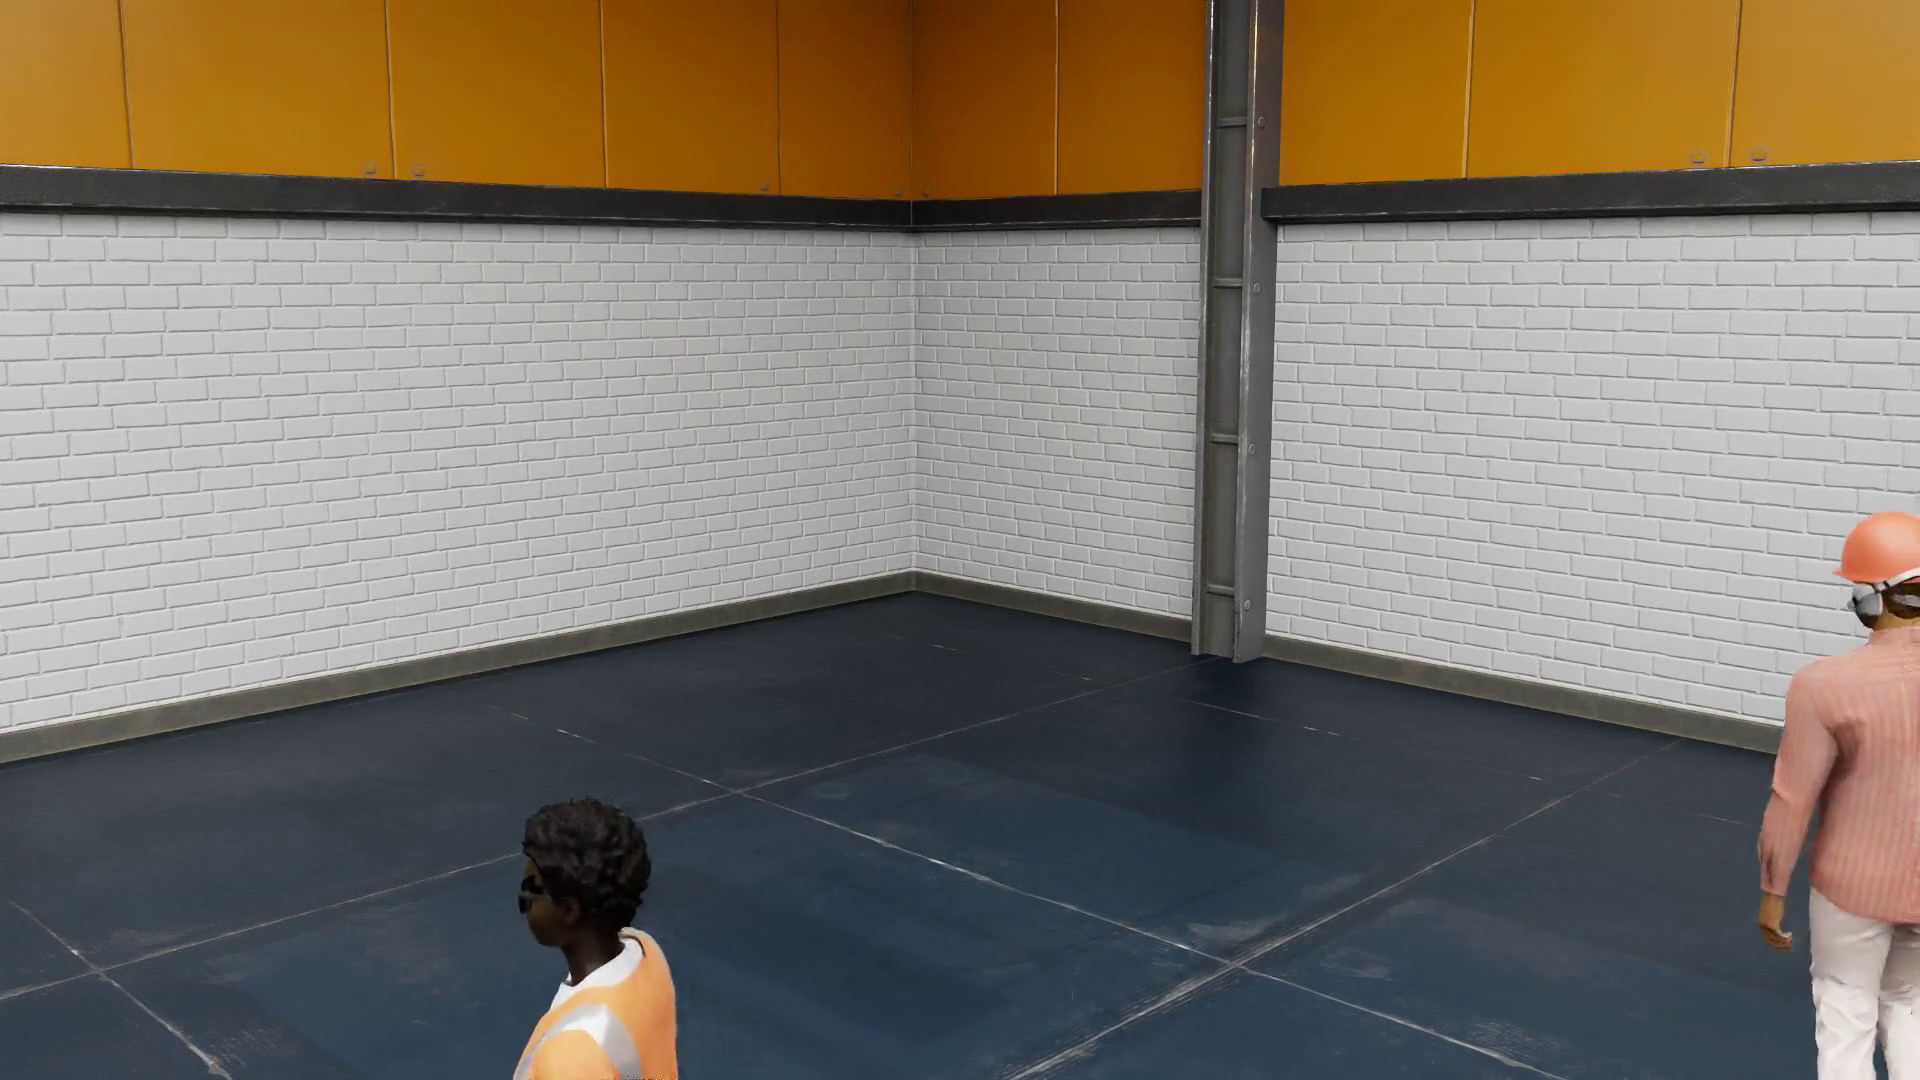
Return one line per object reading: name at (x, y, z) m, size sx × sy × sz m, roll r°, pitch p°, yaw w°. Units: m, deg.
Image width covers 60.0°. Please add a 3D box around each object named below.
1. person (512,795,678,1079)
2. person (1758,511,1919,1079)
person at (-0.625, 1.286, 3.026) m, size 0.419 × 1.684 × 0.539 m, roll 1°, pitch 9°, yaw 6°
person at (2.455, 0.906, 4.447) m, size 0.642 × 1.973 × 0.426 m, roll 0°, pitch 9°, yaw -2°
